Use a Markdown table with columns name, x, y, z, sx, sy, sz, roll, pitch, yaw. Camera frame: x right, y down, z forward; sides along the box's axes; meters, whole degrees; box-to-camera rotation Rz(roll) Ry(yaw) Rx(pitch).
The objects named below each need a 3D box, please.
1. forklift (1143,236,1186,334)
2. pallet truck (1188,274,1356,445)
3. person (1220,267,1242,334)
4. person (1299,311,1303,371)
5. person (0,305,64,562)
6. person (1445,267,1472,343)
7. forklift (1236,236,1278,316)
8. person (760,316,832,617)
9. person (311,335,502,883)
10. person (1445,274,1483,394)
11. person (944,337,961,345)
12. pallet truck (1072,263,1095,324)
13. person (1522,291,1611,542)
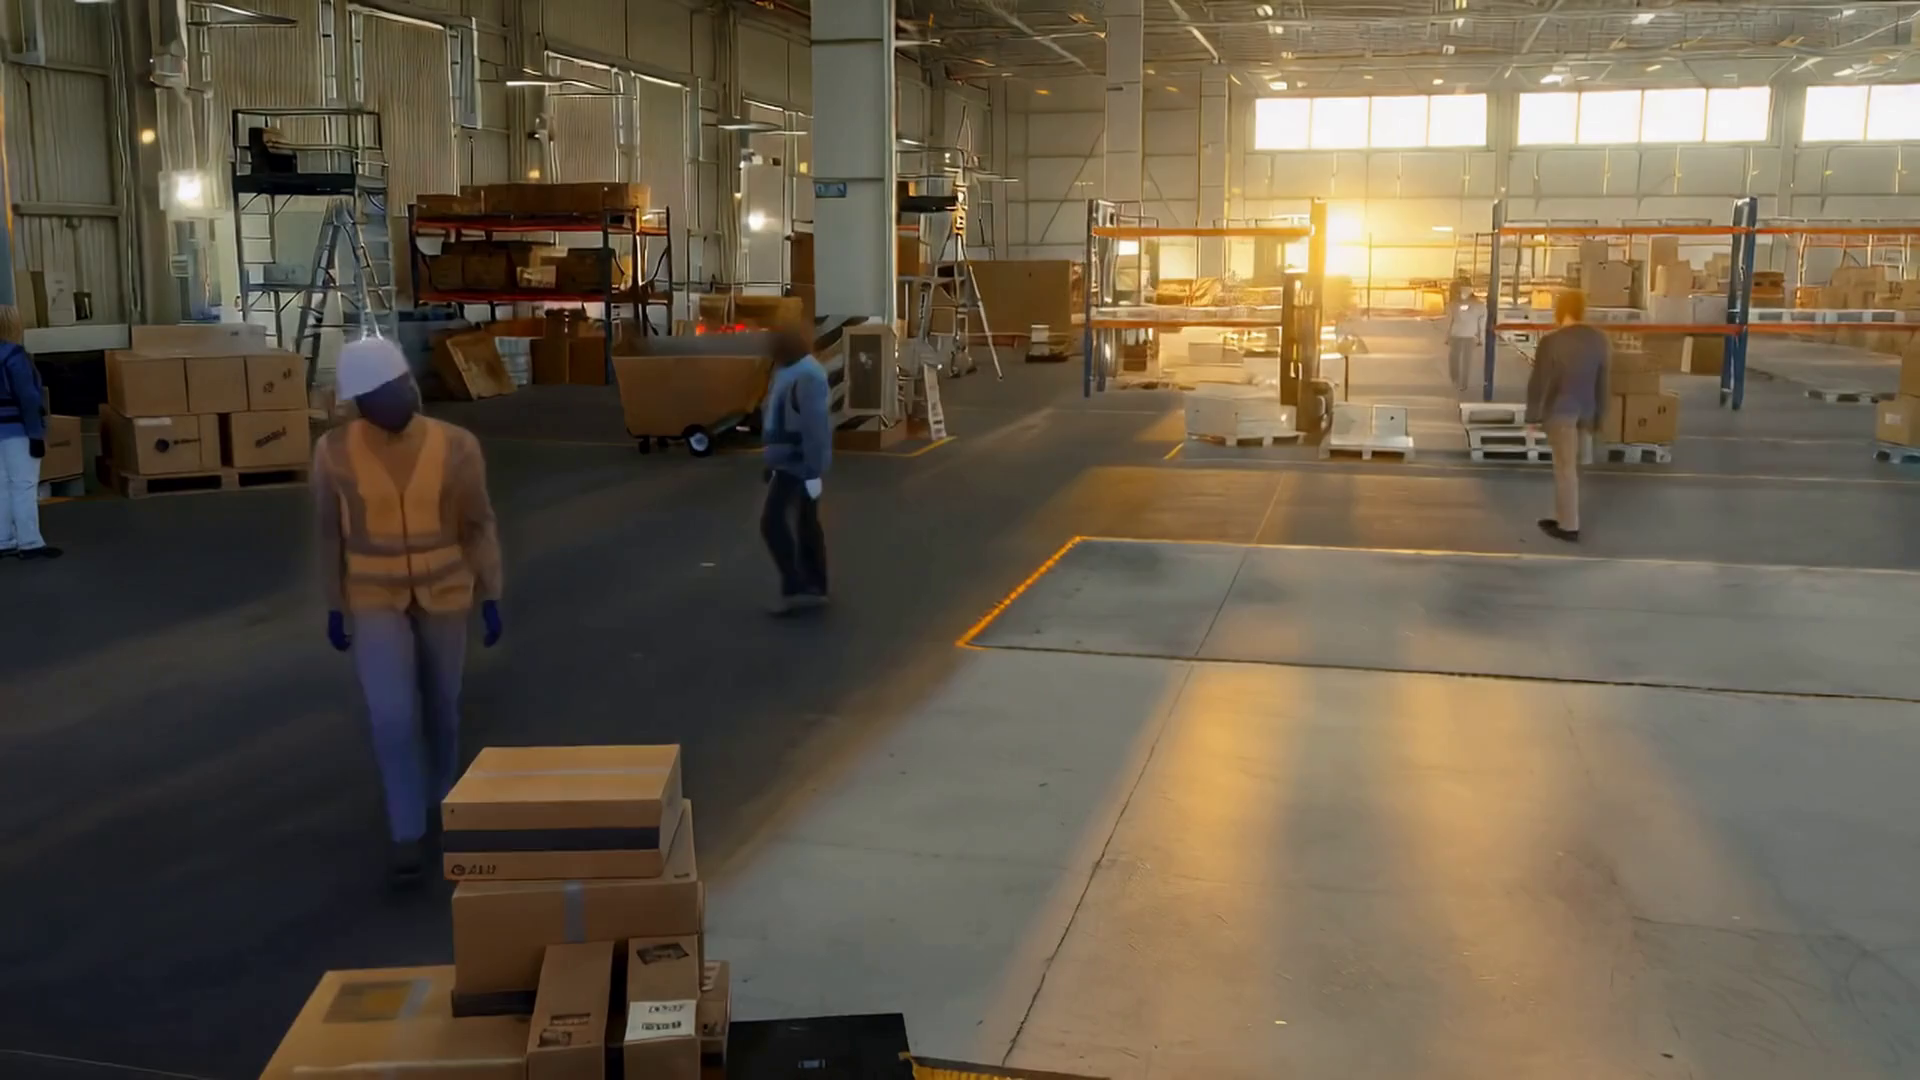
| name | x | y | z | sx | sy | sz | roll | pitch | yaw |
| --- | --- | --- | --- | --- | --- | --- | --- | --- | --- |
| forklift | 5.410 | -7.233 | 46.992 | 1.873 | 2.768 | 1.129 | 2 | 10 | 14 |
| pallet truck | 3.653 | -2.138 | 19.590 | 1.885 | 1.965 | 0.823 | -4 | 10 | -20 |
| person | 7.706 | -6.807 | 47.360 | 0.638 | 1.910 | 0.936 | 3 | 10 | 18 |
| person | 6.740 | -4.102 | 31.920 | 0.485 | 1.739 | 0.320 | -8 | 13 | -41 |
| person | -6.786 | -0.760 | 11.936 | 0.633 | 1.841 | 0.429 | 5 | 11 | 27 |
| person | 12.693 | -5.973 | 42.359 | 0.372 | 1.934 | 0.627 | -9 | 13 | -41 |
| forklift | 9.149 | -7.747 | 50.019 | 1.873 | 2.768 | 1.129 | 9 | 13 | 42 |
| person | -1.045 | -0.438 | 10.115 | 0.587 | 1.825 | 0.637 | -2 | 10 | -10 |
| person | -1.940 | 0.238 | 5.904 | 0.633 | 1.894 | 0.867 | -4 | 10 | -22 |
| person | 8.075 | -3.296 | 26.672 | 0.603 | 1.913 | 0.422 | 4 | 11 | 24 |
| person | -0.065 | -5.769 | 41.235 | 0.568 | 1.900 | 0.878 | 5 | 11 | 27 |
| pallet truck | 4.325 | -8.180 | 55.162 | 0.823 | 1.965 | 1.885 | 6 | 11 | 31 |
| person | 4.627 | -0.961 | 12.880 | 0.662 | 1.916 | 0.701 | -4 | 10 | -22 |
